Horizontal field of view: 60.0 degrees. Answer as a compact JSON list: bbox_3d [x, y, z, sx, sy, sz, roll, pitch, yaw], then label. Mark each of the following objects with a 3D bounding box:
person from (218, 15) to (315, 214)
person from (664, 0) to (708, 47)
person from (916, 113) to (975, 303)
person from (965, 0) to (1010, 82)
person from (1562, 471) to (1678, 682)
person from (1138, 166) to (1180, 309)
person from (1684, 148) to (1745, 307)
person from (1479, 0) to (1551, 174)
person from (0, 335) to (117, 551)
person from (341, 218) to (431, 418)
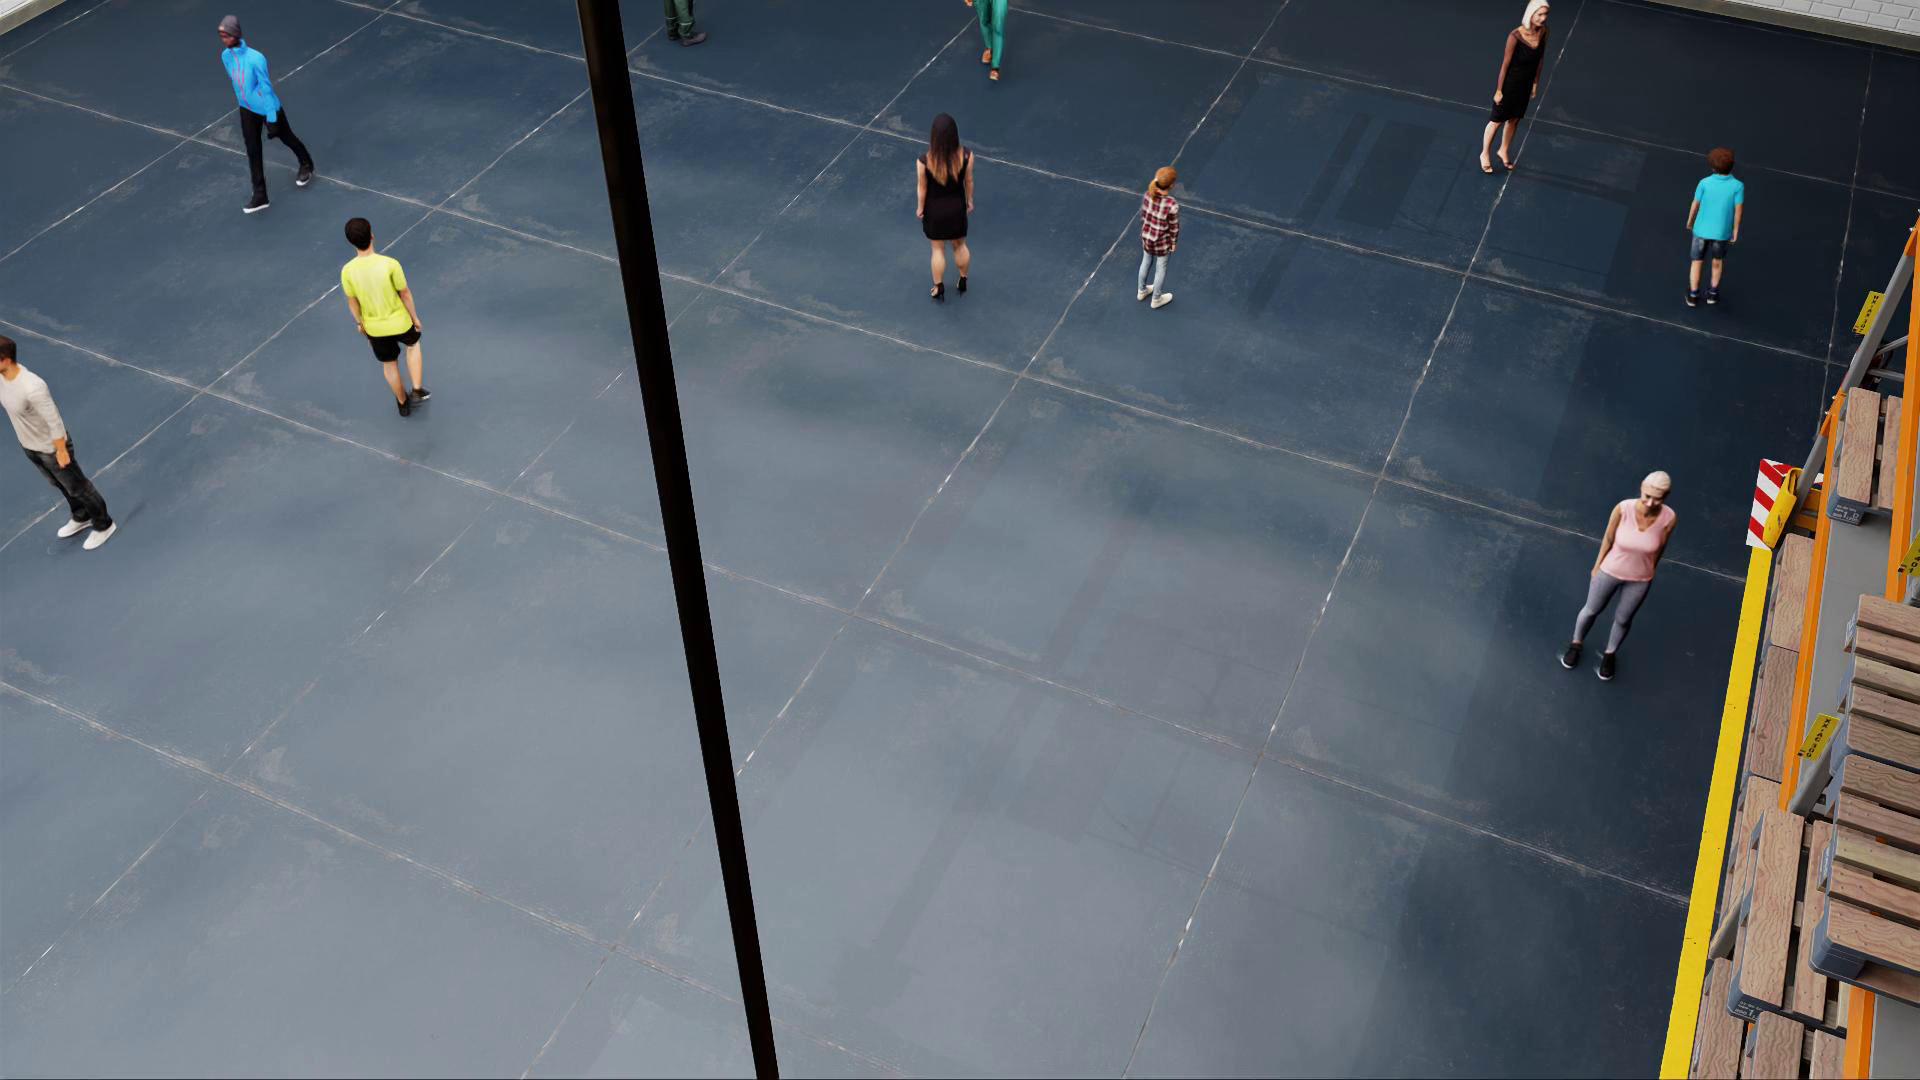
[{"bbox_3d":[-6.281,-3.933,15.115,0.773,1.748,1.196,11,45,11],"label":"person"},{"bbox_3d":[-2.986,-6.063,17.285,0.758,1.839,0.722,33,53,30],"label":"person"},{"bbox_3d":[-0.115,-2.762,13.908,0.754,1.717,0.802,-11,45,-11],"label":"person"},{"bbox_3d":[0.316,-5.642,16.925,0.830,1.726,1.168,7,44,7],"label":"person"},{"bbox_3d":[4.317,0.201,10.793,0.544,1.724,0.527,14,45,14],"label":"person"},{"bbox_3d":[1.660,-2.560,13.994,0.583,1.305,0.594,34,53,31],"label":"person"},{"bbox_3d":[6.331,-2.597,13.951,0.618,1.420,0.526,24,49,23],"label":"person"},{"bbox_3d":[5.150,-4.221,15.420,0.656,1.743,0.715,-14,45,-14],"label":"person"},{"bbox_3d":[-6.409,-0.706,11.681,0.685,1.812,0.577,24,49,23],"label":"person"},{"bbox_3d":[-4.394,-1.647,12.756,0.775,1.693,0.819,-8,44,-9],"label":"person"}]
